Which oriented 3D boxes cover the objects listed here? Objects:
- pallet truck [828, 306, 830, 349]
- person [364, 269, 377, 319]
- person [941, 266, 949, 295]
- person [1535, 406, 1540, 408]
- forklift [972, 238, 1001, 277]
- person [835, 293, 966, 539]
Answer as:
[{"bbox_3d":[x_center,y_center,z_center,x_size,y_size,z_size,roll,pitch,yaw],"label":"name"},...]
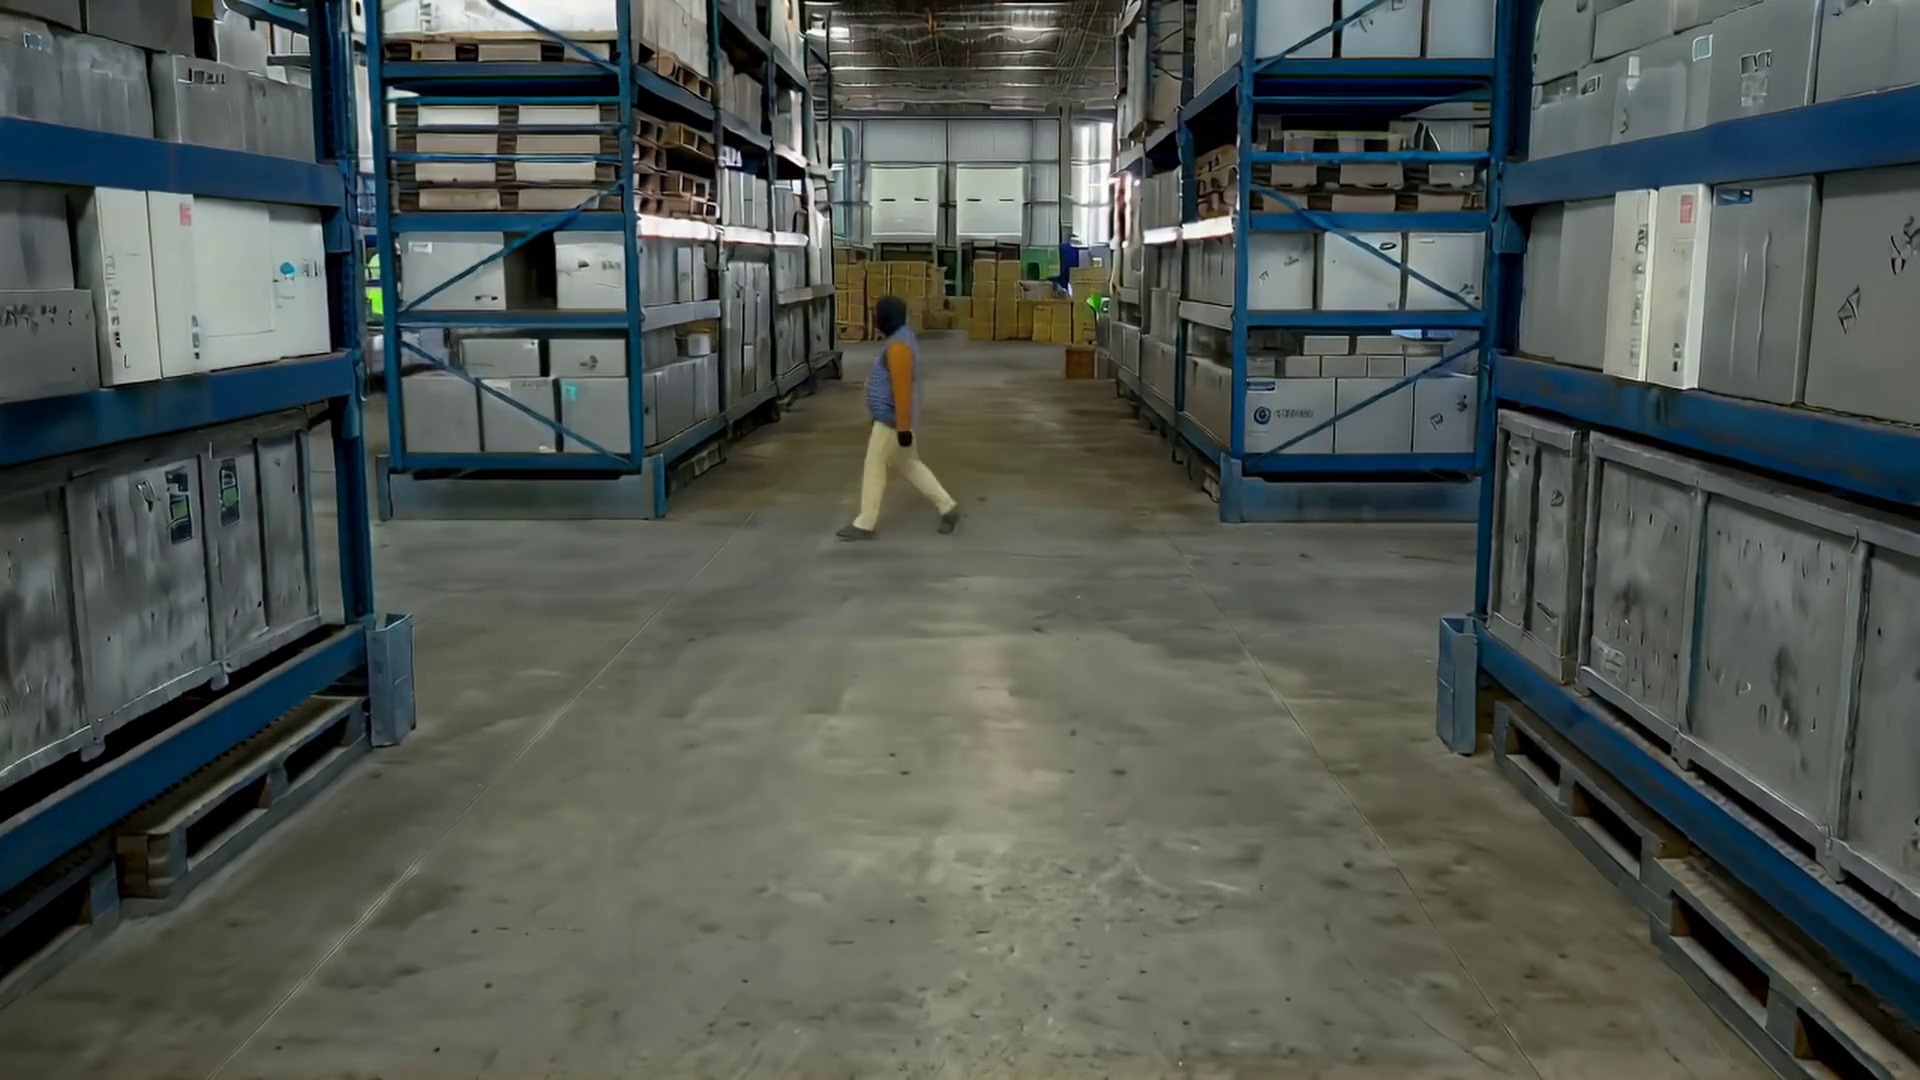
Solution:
[{"bbox_3d":[-3.100,-3.940,29.800,1.885,1.965,0.823,3,10,19],"label":"pallet truck"},{"bbox_3d":[-21.207,-8.830,59.705,0.511,1.794,0.970,-5,11,-28],"label":"person"},{"bbox_3d":[-0.410,-7.779,53.036,0.780,1.913,0.571,0,9,-1],"label":"person"},{"bbox_3d":[6.391,-1.769,17.912,0.537,1.620,0.437,2,10,12],"label":"person"},{"bbox_3d":[0.867,-8.532,54.668,1.129,2.768,1.873,0,9,1],"label":"forklift"},{"bbox_3d":[-0.423,-0.890,12.125,0.911,1.814,0.626,0,9,3],"label":"person"}]
